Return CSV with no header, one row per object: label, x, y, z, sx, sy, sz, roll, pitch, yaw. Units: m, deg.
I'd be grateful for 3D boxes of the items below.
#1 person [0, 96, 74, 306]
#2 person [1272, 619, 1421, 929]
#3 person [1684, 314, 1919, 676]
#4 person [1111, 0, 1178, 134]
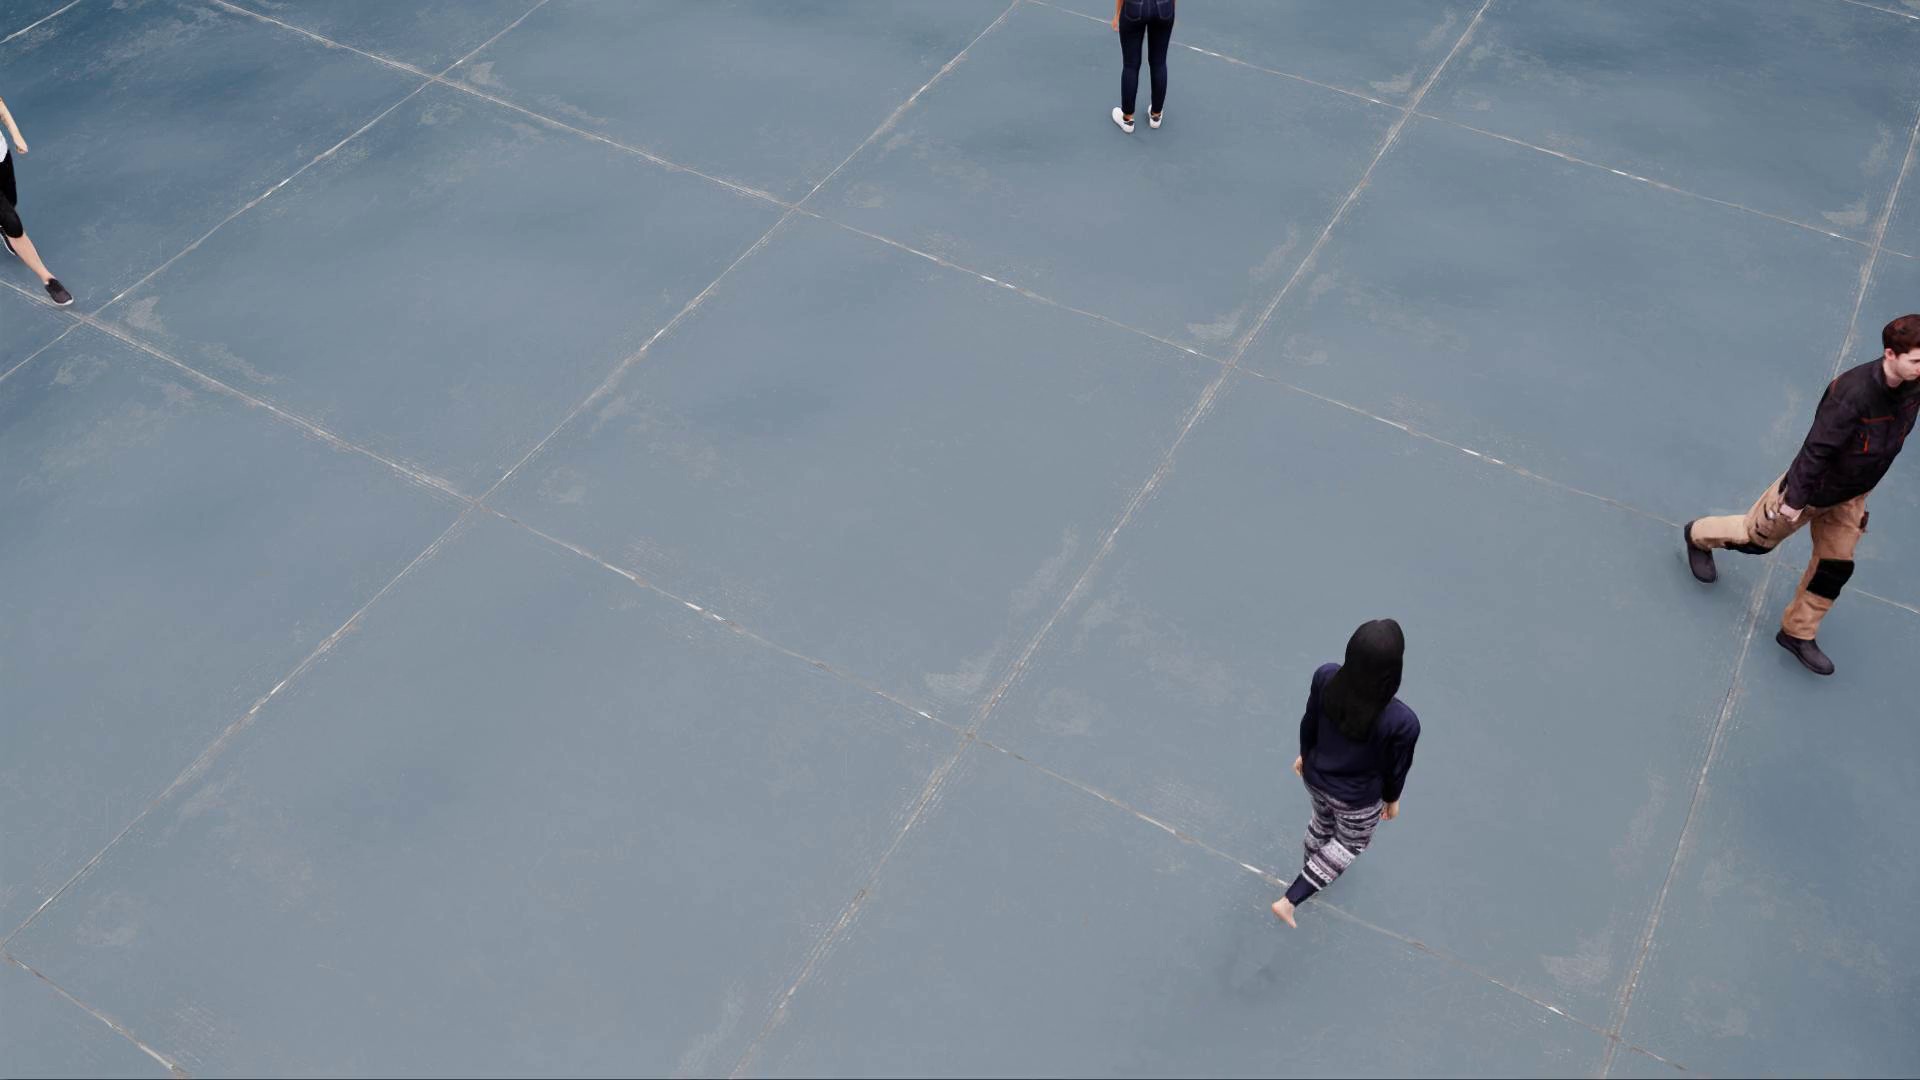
person,-5.573,-2.199,9.407,1.189,1.753,0.803,35,56,28
person,1.464,0.967,6.503,0.792,1.720,0.813,-36,56,-28
person,3.867,-0.309,7.567,1.155,1.888,1.319,-17,49,-15
person,1.188,-3.350,10.557,0.637,1.627,0.714,-7,48,-6
